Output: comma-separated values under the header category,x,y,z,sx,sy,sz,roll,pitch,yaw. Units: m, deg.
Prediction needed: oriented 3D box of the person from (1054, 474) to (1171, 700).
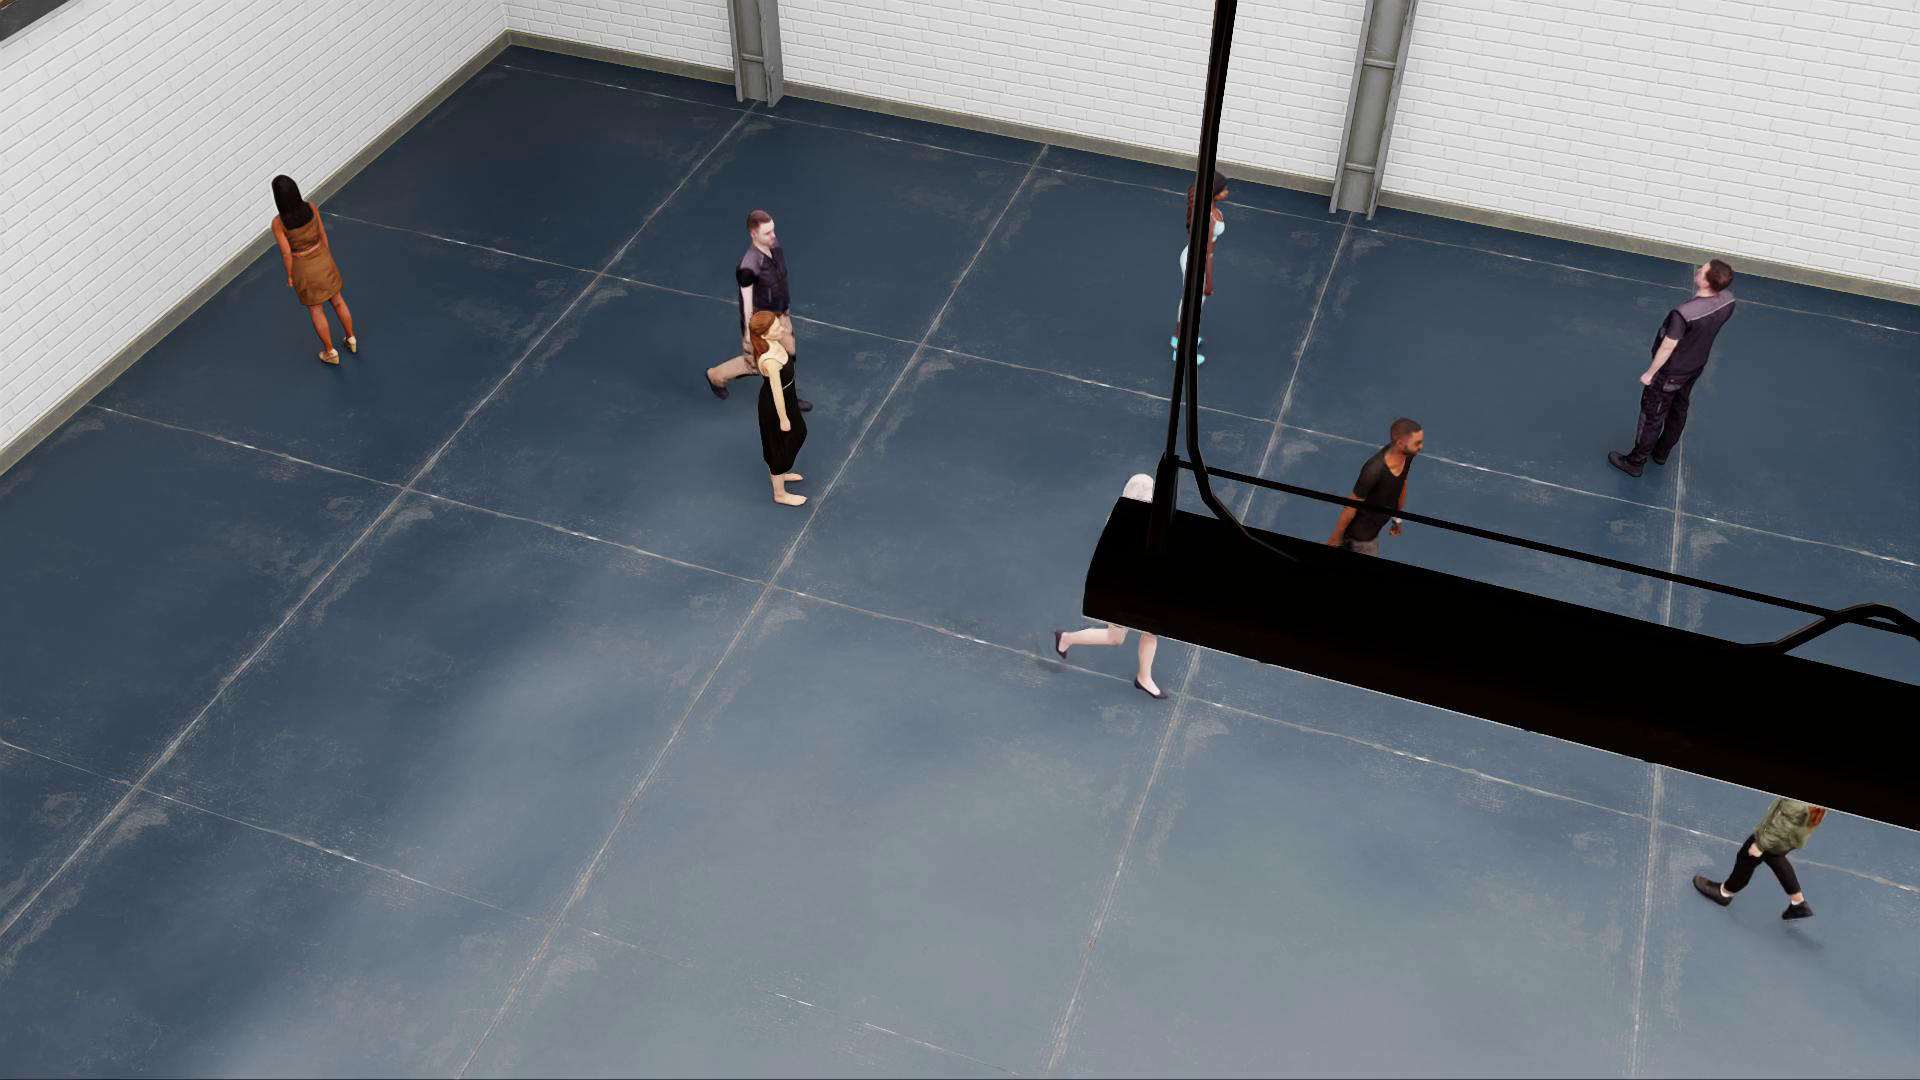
category,x,y,z,sx,sy,sz,roll,pitch,yaw
person,0.994,0.307,10.473,1.111,1.803,0.735,22,48,22

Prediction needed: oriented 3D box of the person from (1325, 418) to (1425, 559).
category,x,y,z,sx,sy,sz,roll,pitch,yaw
person,2.592,-0.162,10.992,0.977,1.768,1.269,-33,53,-30

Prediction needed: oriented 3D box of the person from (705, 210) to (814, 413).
category,x,y,z,sx,sy,sz,roll,pitch,yaw
person,-1.568,-1.722,12.599,1.062,1.809,0.724,17,46,17

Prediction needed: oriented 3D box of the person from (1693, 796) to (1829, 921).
category,x,y,z,sx,sy,sz,roll,pitch,yaw
person,4.638,1.664,9.295,0.826,1.463,0.963,-32,52,-29

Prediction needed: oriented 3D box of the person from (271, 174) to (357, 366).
category,x,y,z,sx,sy,sz,roll,pitch,yaw
person,-5.110,-2.135,13.119,0.602,1.690,0.622,28,50,26

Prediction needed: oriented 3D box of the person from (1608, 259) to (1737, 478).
category,x,y,z,sx,sy,sz,roll,pitch,yaw
person,5.219,-1.259,12.084,0.792,1.849,0.833,-21,47,-20

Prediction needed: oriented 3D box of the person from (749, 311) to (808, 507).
category,x,y,z,sx,sy,sz,roll,pitch,yaw
person,-1.323,-0.968,11.941,0.696,1.625,0.667,-5,44,-5

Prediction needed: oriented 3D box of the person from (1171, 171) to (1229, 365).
category,x,y,z,sx,sy,sz,roll,pitch,yaw
person,1.868,-2.156,13.120,0.647,1.719,0.647,-3,44,-4
